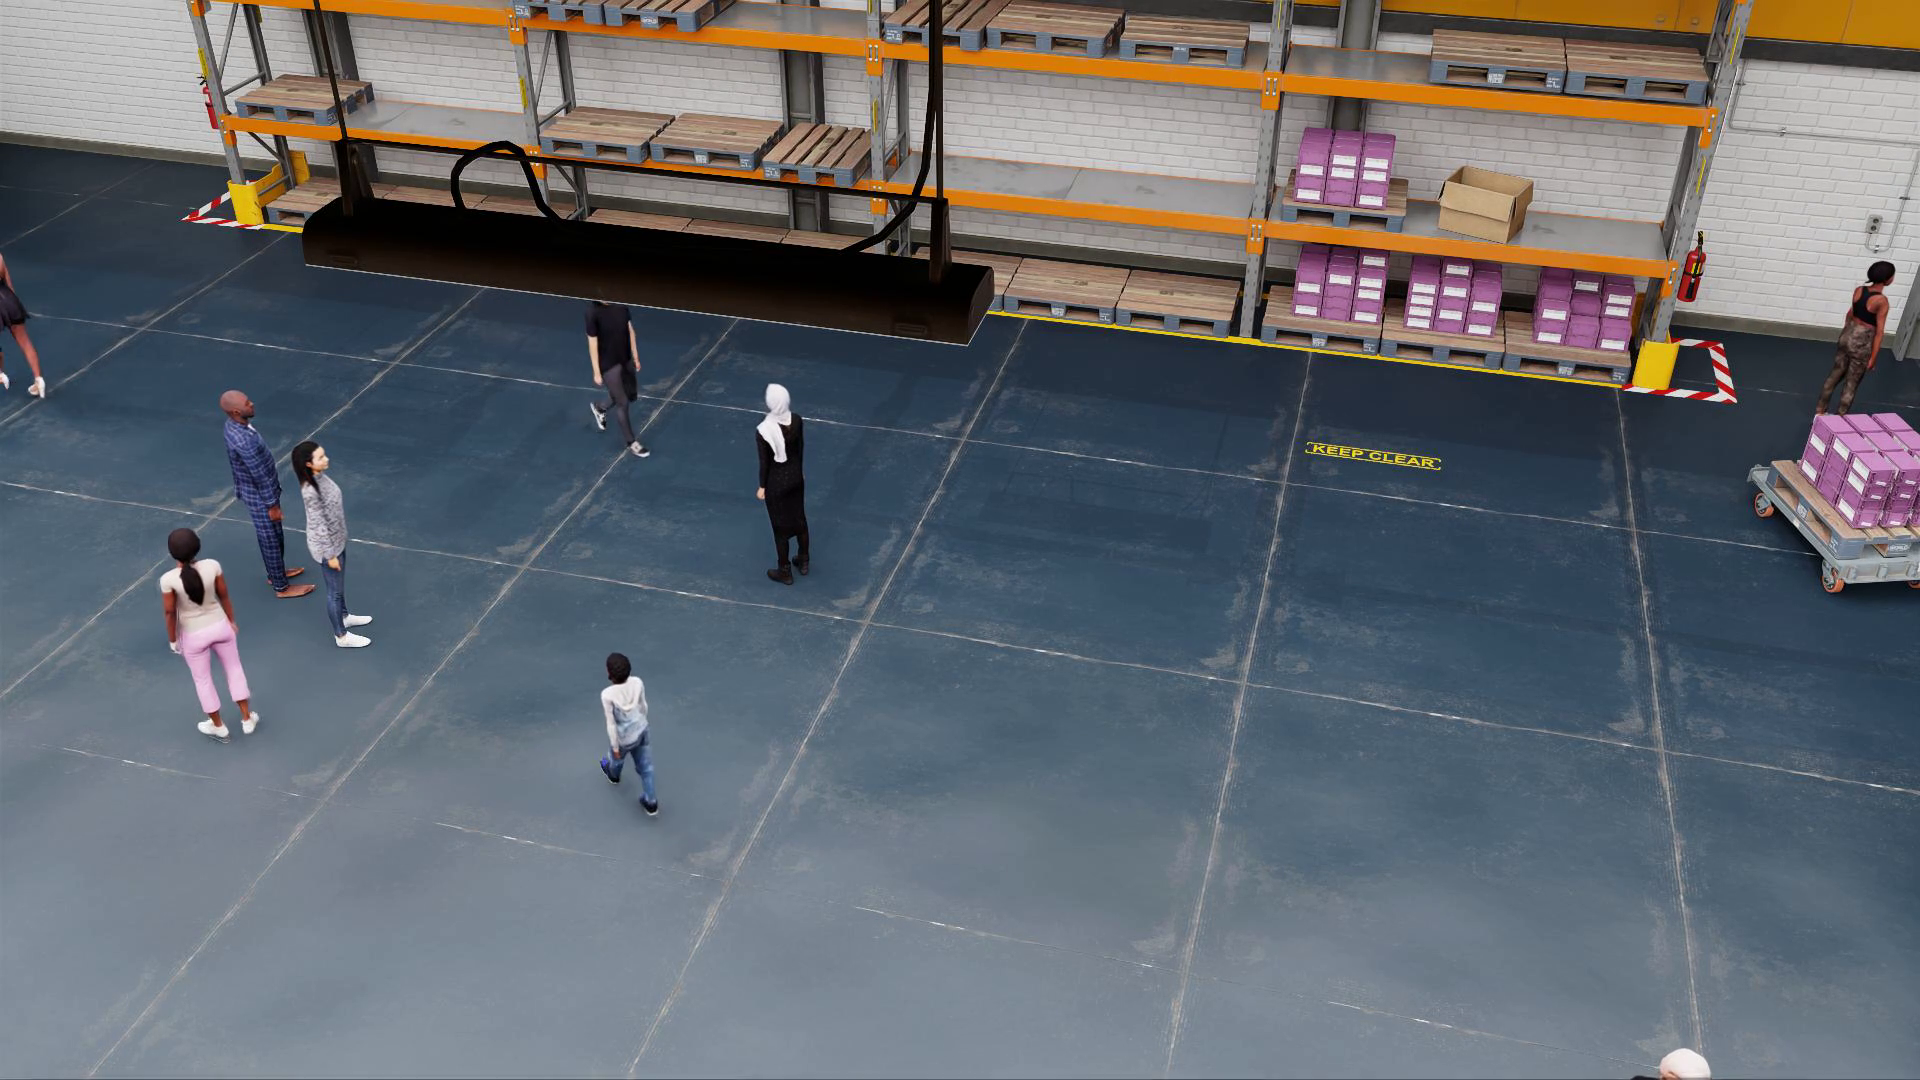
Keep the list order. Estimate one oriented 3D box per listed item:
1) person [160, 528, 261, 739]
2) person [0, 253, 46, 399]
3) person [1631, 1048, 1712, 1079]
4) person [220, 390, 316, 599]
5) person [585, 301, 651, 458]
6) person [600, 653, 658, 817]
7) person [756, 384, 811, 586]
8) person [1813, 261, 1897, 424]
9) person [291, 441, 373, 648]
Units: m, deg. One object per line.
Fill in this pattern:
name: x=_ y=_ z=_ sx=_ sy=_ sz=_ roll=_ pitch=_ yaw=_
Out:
person: x=-5.304 y=0.666 z=11.671 sx=0.779 sy=1.735 sz=0.735 roll=28 pitch=43 yaw=35
person: x=-9.088 y=-2.154 z=15.884 sx=0.927 sy=1.768 sz=0.695 roll=15 pitch=36 yaw=21
person: x=3.218 y=3.071 z=7.816 sx=0.804 sy=1.783 sz=0.835 roll=-18 pitch=38 yaw=-25
person: x=-5.546 y=-0.378 z=13.166 sx=0.823 sy=1.820 sz=0.755 roll=-19 pitch=38 yaw=-26
person: x=-3.174 y=-1.647 z=15.083 sx=1.069 sy=1.811 sz=0.866 roll=23 pitch=40 yaw=31
person: x=-2.195 y=1.322 z=11.146 sx=0.803 sy=1.225 sz=0.926 roll=-24 pitch=40 yaw=-31
person: x=-1.403 y=-0.448 z=13.307 sx=0.684 sy=1.780 sz=0.700 roll=-27 pitch=42 yaw=-35
person: x=8.305 y=-1.798 z=15.410 sx=0.674 sy=1.699 sz=0.658 roll=-9 pitch=35 yaw=-14
person: x=-4.812 y=0.010 z=12.662 sx=0.679 sy=1.732 sz=0.687 roll=-6 pitch=34 yaw=-10
